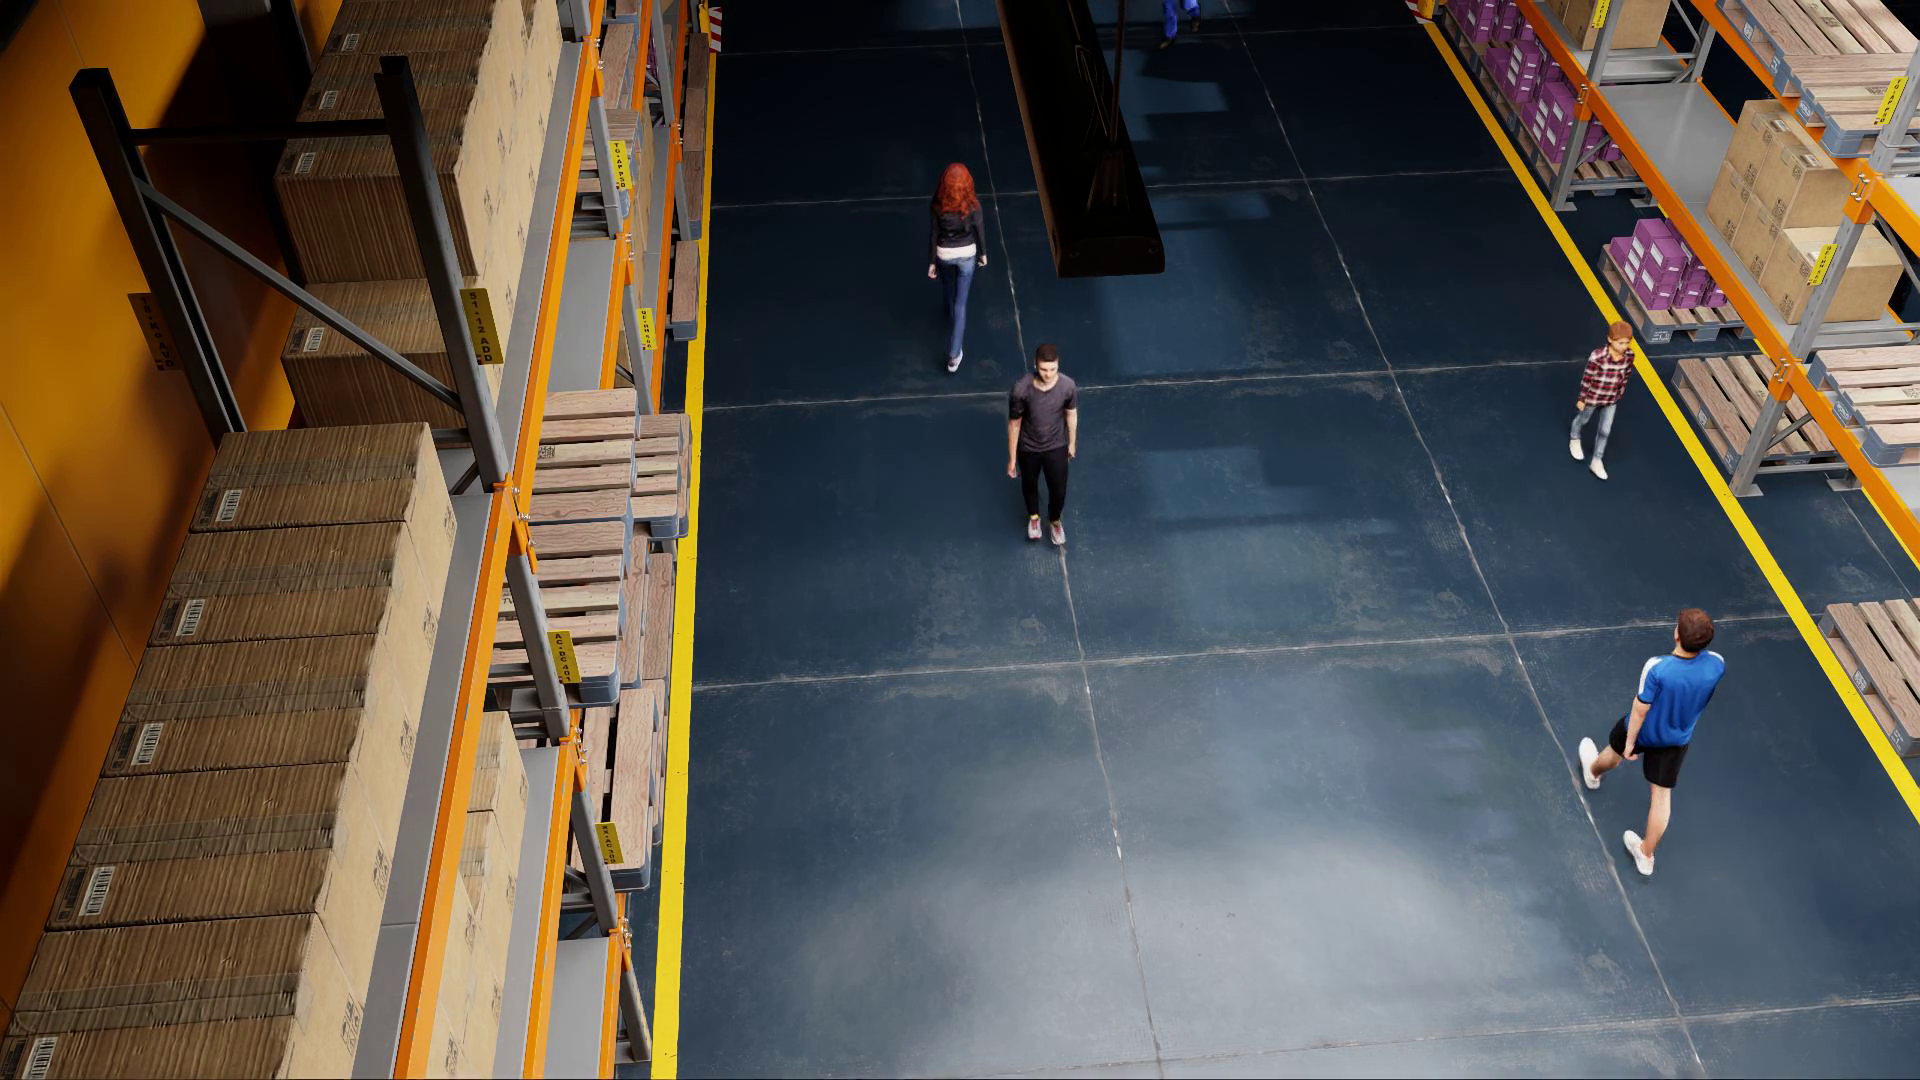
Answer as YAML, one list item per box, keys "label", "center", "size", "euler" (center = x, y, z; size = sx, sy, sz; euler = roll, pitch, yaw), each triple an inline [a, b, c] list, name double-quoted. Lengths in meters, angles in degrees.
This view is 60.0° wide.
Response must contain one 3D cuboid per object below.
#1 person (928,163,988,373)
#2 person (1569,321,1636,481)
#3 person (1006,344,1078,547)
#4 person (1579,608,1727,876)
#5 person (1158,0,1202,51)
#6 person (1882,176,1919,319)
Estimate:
- label: "person"
  center: [-0.044, -2.142, 13.301]
  size: [0.805, 1.736, 1.240]
  euler: [5, 44, 5]
- label: "person"
  center: [4.824, -1.151, 12.584]
  size: [0.555, 1.291, 0.732]
  euler: [-2, 44, -2]
- label: "person"
  center: [0.578, -0.735, 11.814]
  size: [0.667, 1.751, 0.646]
  euler: [0, 44, 0]
- label: "person"
  center: [4.128, 1.189, 9.742]
  size: [0.659, 1.822, 1.222]
  euler: [-2, 44, -2]
- label: "person"
  center: [2.361, -6.031, 17.337]
  size: [0.942, 1.801, 1.028]
  euler: [24, 49, 23]
- label: "person"
  center: [7.509, -2.272, 13.450]
  size: [0.685, 1.721, 1.063]
  euler: [-1, 44, -1]
